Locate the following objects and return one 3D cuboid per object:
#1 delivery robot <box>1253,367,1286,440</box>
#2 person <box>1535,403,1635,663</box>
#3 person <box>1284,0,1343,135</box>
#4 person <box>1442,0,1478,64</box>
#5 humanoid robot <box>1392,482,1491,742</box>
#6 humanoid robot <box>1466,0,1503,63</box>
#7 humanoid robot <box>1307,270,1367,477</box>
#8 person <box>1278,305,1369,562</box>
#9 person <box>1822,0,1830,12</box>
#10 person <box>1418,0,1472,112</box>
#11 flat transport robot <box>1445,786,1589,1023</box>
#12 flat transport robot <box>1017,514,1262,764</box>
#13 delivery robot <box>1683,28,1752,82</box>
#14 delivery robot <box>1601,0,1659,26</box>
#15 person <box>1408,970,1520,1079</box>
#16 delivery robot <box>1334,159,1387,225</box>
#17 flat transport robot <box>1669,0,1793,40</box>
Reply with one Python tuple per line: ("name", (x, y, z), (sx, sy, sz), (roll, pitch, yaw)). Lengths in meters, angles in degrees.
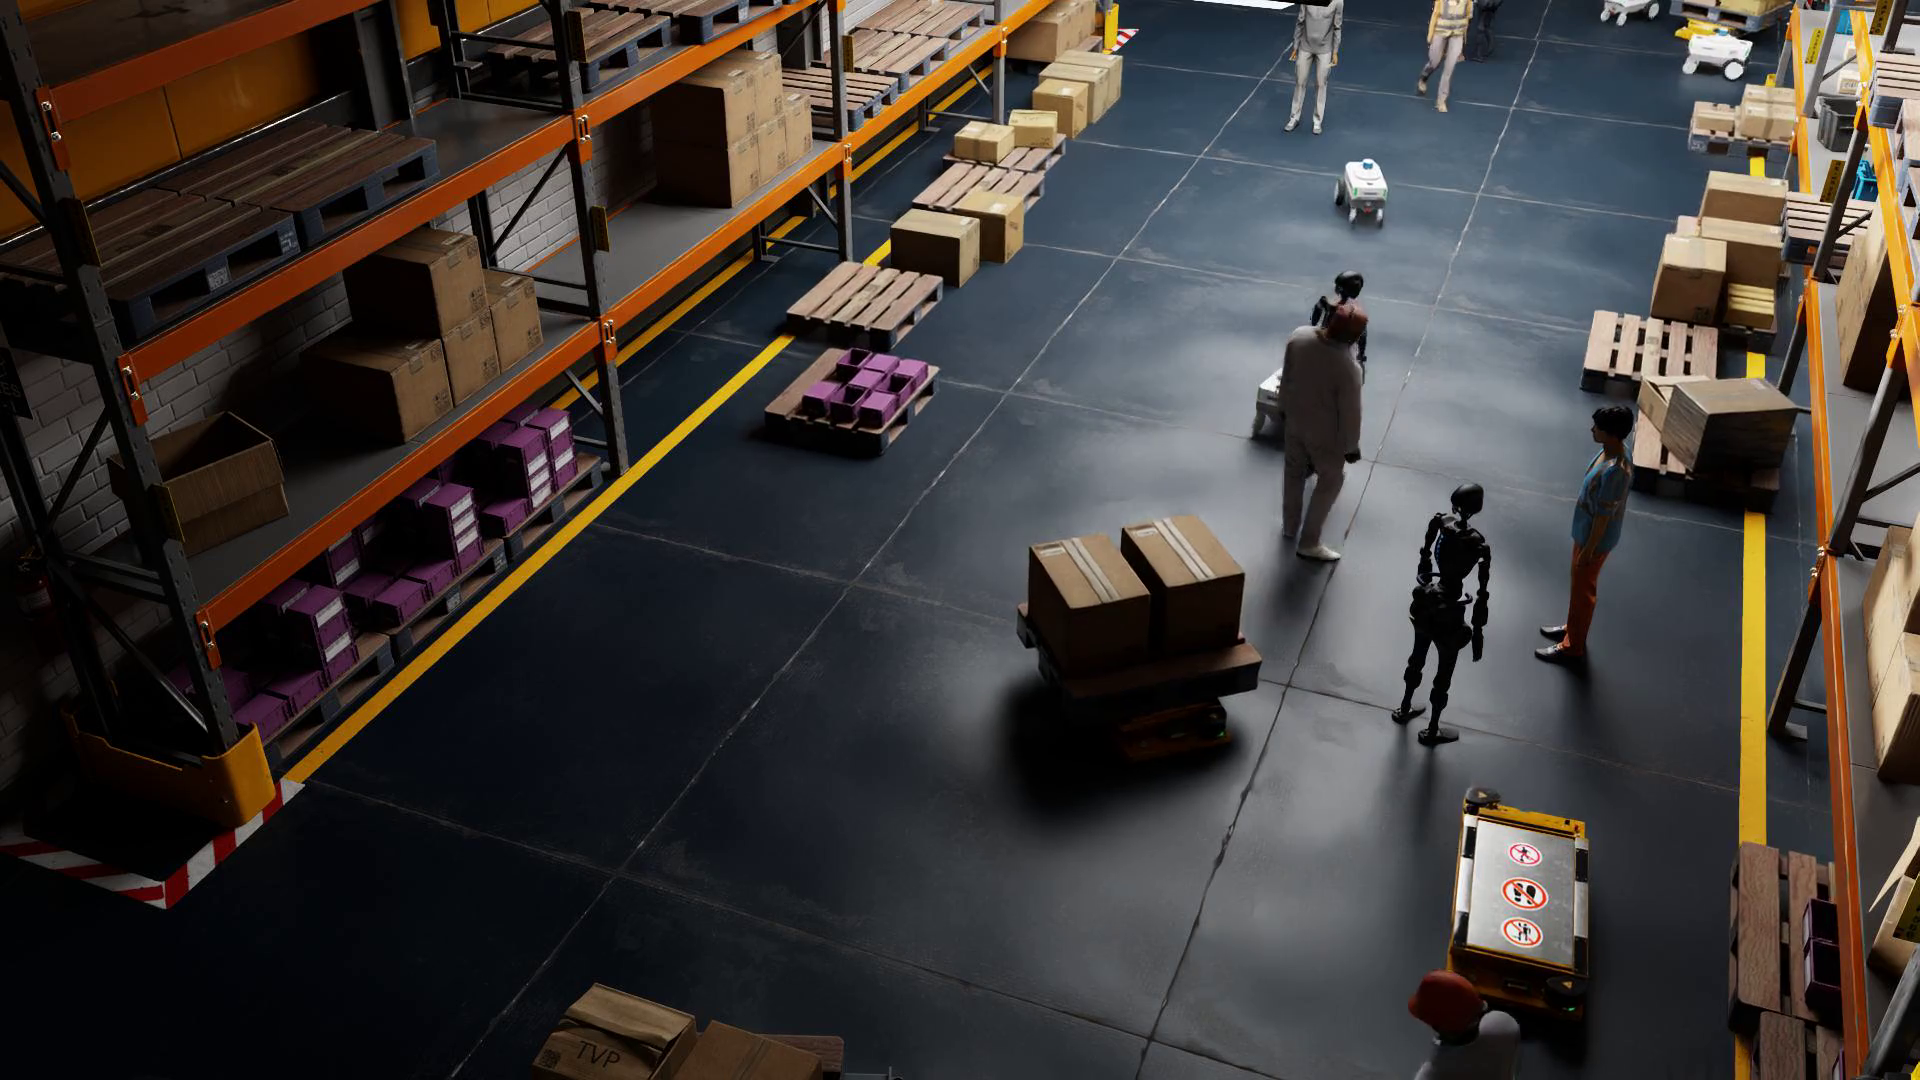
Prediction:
("delivery robot", (2.649, -1.170, 13.152), (0.499, 0.608, 0.799), (22, 39, 30))
("person", (3.895, -0.042, 10.287), (0.344, 1.759, 0.498), (10, 34, 15))
("person", (3.988, -5.513, 18.623), (0.535, 1.900, 0.394), (12, 35, 17))
("person", (6.274, -6.862, 20.898), (0.532, 1.693, 0.320), (24, 40, 32))
("humanoid robot", (2.817, 0.400, 9.661), (0.315, 1.659, 0.599), (-13, 35, -20))
("humanoid robot", (6.658, -6.894, 20.951), (0.600, 1.657, 0.332), (-25, 40, -33))
("humanoid robot", (2.717, -1.219, 12.181), (0.317, 1.653, 0.615), (-20, 38, -27))
("person", (2.445, -0.763, 11.308), (0.432, 1.867, 0.730), (-22, 39, -30))
("person", (10.975, -6.874, 20.757), (0.392, 1.870, 0.514), (28, 42, 36))
("person", (5.671, -5.934, 19.396), (0.486, 1.752, 0.606), (-3, 33, -4))
("flat transport robot", (2.926, 1.870, 8.697), (0.659, 0.231, 1.431), (10, 34, 15))
("flat transport robot", (1.077, 0.828, 10.311), (0.659, 0.231, 1.431), (-10, 34, -15))
("delivery robot", (9.453, -6.059, 20.700), (0.785, 0.589, 0.499), (16, 36, 23))
("delivery robot", (9.168, -7.363, 22.741), (0.815, 0.614, 0.499), (-20, 38, -28))
("person", (1.922, 2.337, 6.627), (0.612, 1.720, 0.390), (-24, 40, -32))
("delivery robot", (4.094, -3.556, 16.846), (0.499, 0.611, 0.792), (2, 33, 3))
("flat transport robot", (10.243, -6.902, 22.274), (1.431, 0.231, 0.659), (-27, 41, -35))
